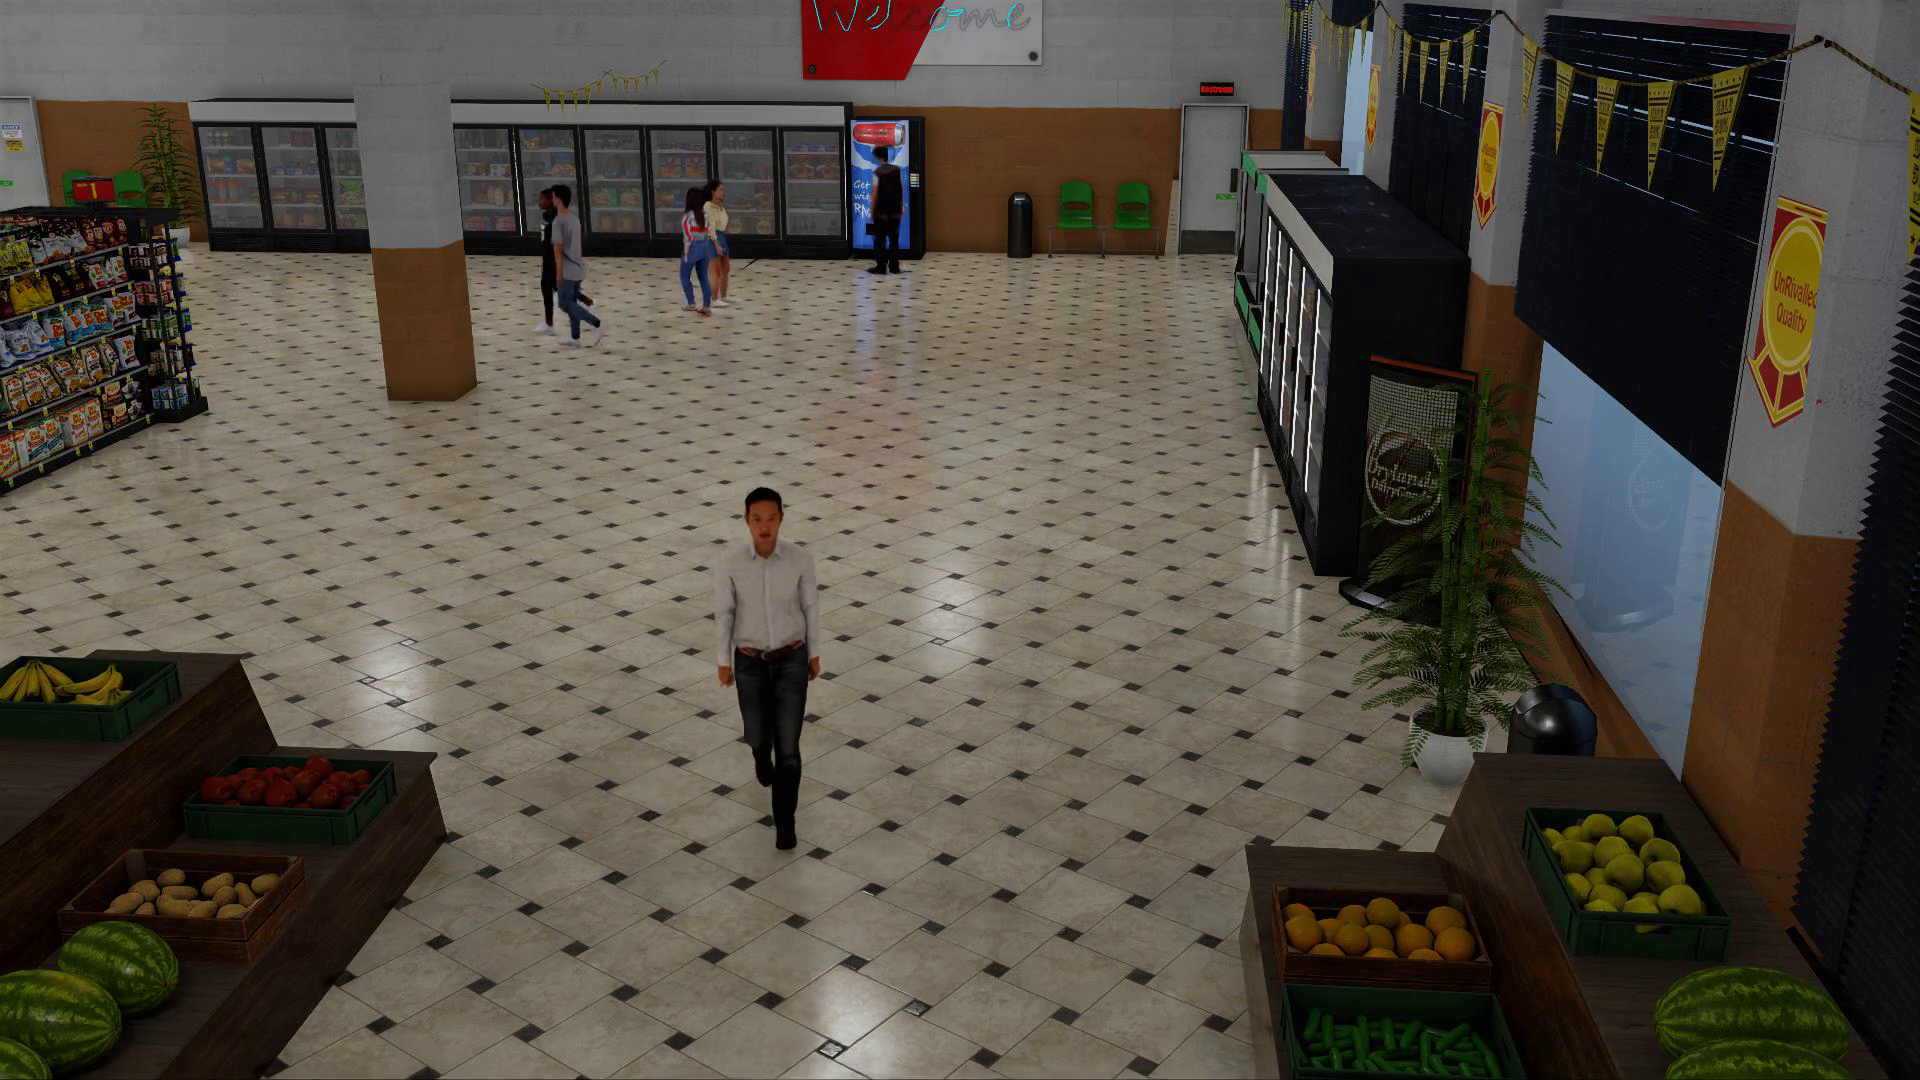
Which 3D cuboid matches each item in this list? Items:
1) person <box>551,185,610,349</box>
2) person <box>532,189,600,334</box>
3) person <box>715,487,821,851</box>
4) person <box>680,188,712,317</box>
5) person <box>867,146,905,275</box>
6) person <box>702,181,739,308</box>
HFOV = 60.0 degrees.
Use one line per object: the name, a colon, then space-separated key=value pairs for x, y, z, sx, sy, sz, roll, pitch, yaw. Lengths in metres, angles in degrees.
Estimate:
person: x=-4.395 y=-3.096 z=19.043 sx=0.805 sy=1.873 sz=0.908 roll=4 pitch=19 yaw=13
person: x=-4.812 y=-3.366 z=20.108 sx=0.978 sy=1.704 sz=1.095 roll=-8 pitch=20 yaw=-22
person: x=-0.945 y=0.584 z=8.264 sx=0.797 sy=1.786 sz=1.104 roll=-2 pitch=19 yaw=-6
person: x=-3.281 y=-3.624 z=21.037 sx=0.827 sy=1.599 sz=0.763 roll=17 pitch=25 yaw=41
person: x=-1.031 y=-4.777 z=24.097 sx=0.852 sy=1.829 sz=0.848 roll=-4 pitch=19 yaw=-12
person: x=-3.215 y=-3.850 z=21.666 sx=0.785 sy=1.626 sz=0.639 roll=6 pitch=19 yaw=16
